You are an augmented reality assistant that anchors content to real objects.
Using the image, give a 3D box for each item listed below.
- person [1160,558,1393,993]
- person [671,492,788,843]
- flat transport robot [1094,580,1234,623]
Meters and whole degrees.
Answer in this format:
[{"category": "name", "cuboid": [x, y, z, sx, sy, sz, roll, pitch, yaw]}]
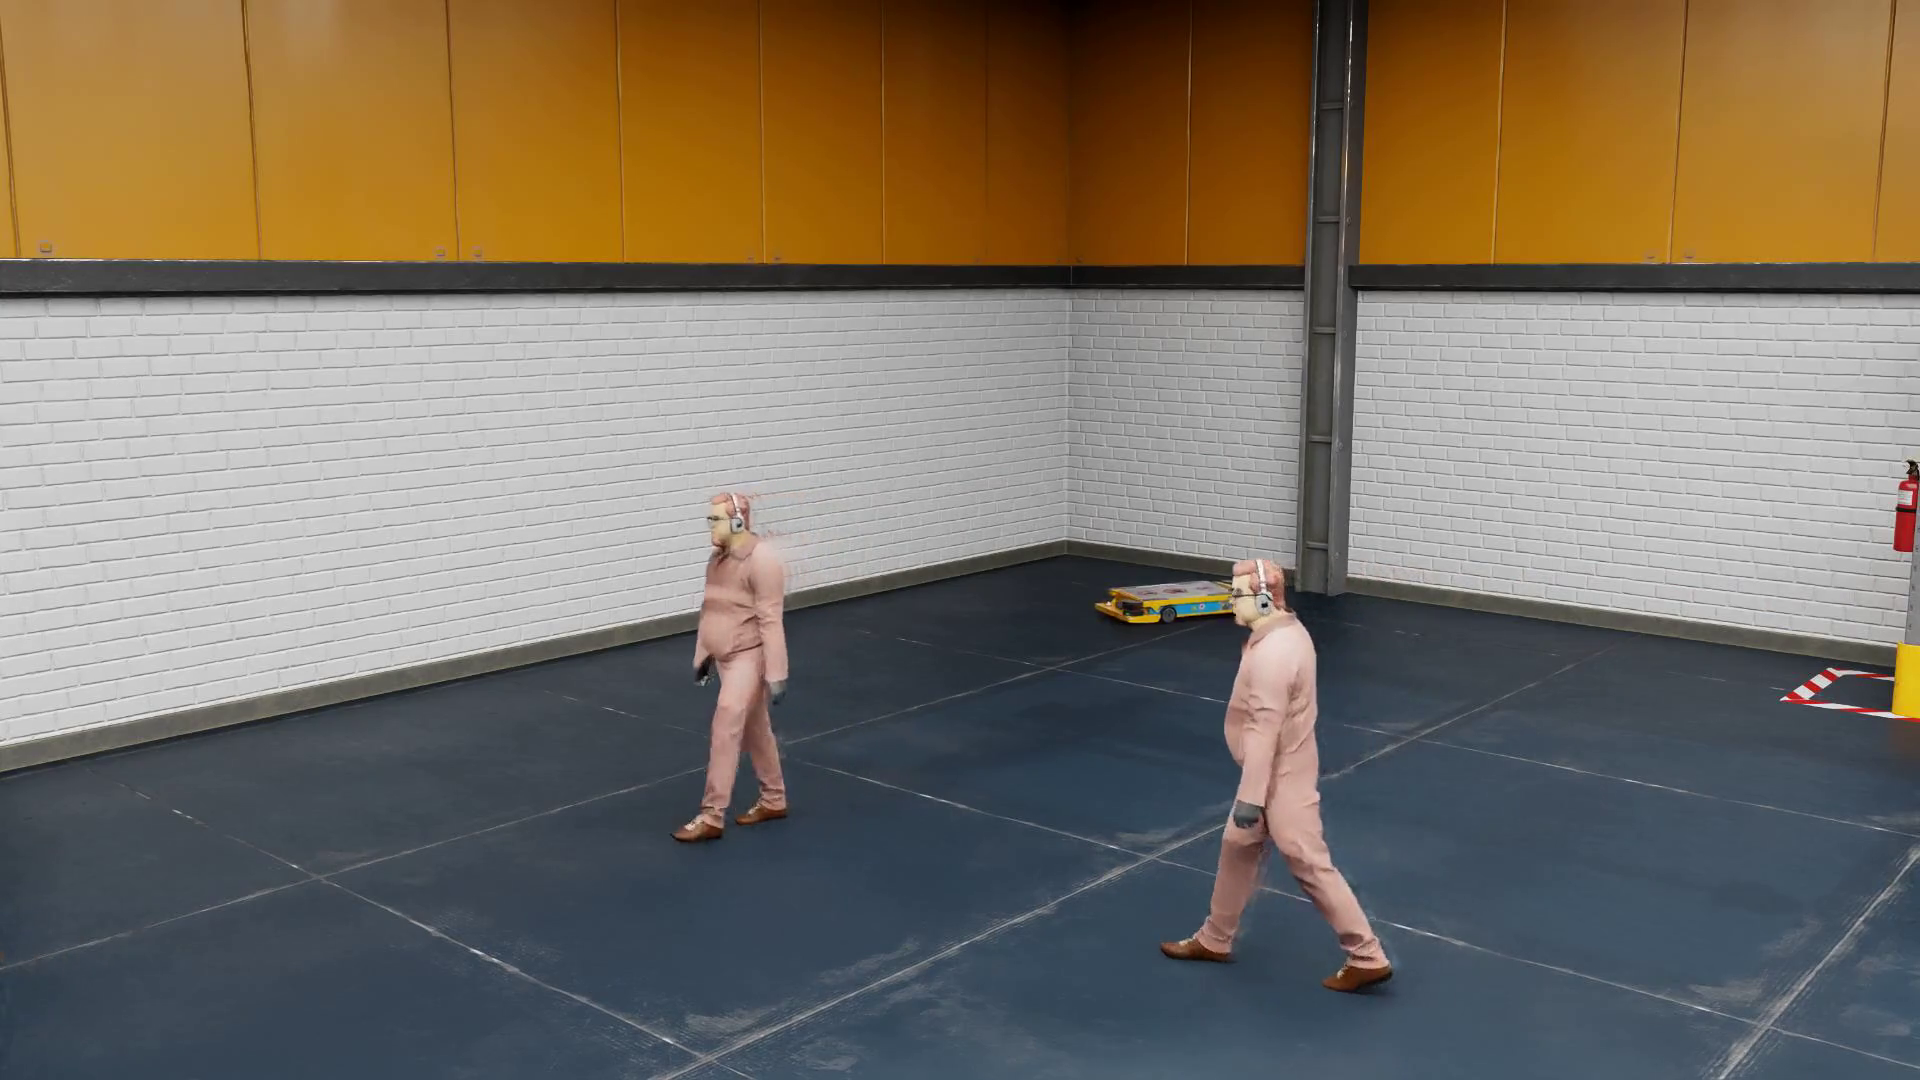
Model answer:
[{"category": "person", "cuboid": [1.398, 0.993, 7.099, 0.986, 1.858, 0.645, 2, 9, 13]}, {"category": "person", "cuboid": [-1.287, 0.680, 8.969, 0.875, 1.872, 0.671, -5, 10, -30]}, {"category": "flat transport robot", "cuboid": [1.986, 0.541, 14.856, 1.431, 0.197, 0.652, -4, 10, -22]}]
